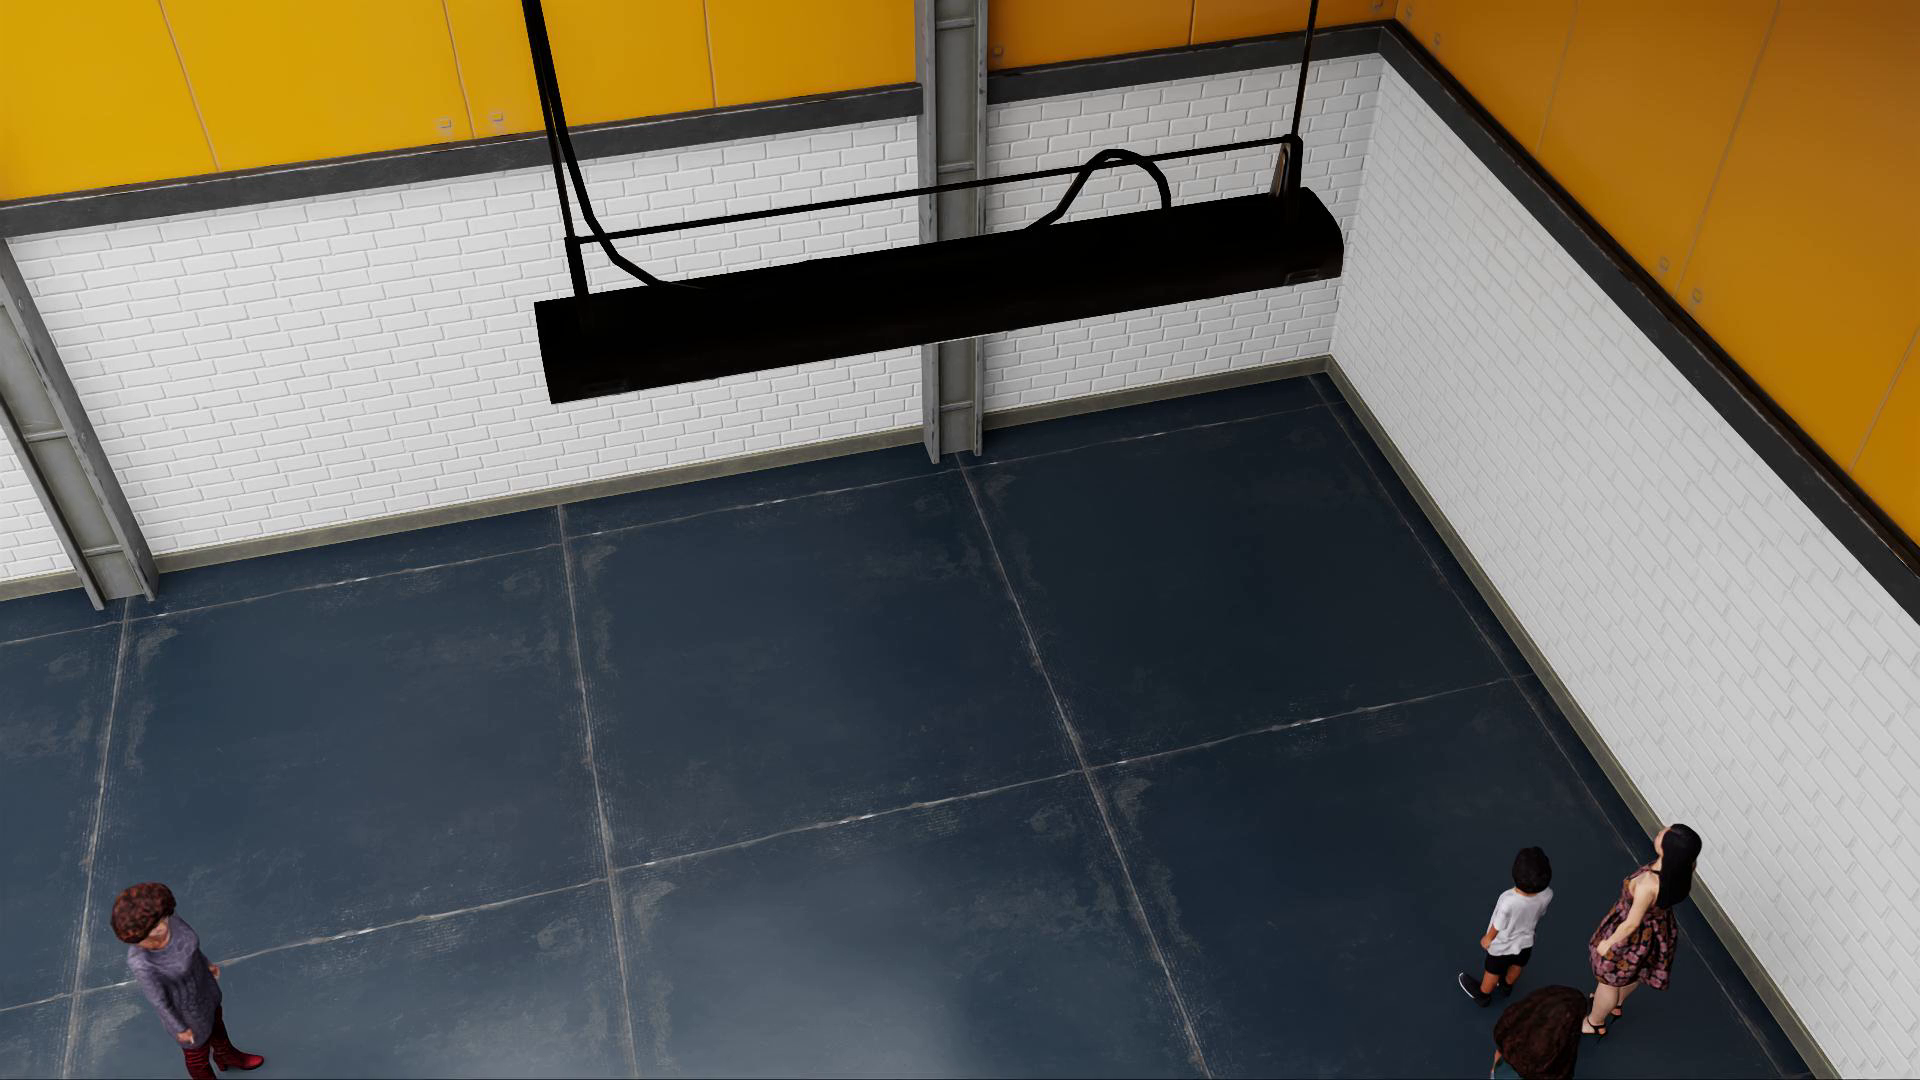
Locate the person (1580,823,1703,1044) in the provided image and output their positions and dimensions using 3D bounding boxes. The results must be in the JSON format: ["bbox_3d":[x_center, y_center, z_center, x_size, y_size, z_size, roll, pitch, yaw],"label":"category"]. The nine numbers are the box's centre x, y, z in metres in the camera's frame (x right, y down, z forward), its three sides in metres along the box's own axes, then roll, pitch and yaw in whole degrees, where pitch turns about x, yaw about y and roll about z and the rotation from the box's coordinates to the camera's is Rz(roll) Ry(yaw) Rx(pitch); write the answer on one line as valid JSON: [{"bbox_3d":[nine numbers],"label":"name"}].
[{"bbox_3d":[3.504,2.035,8.639,0.731,1.774,0.826,-27,50,-25],"label":"person"}]

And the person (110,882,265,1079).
[{"bbox_3d":[-3.912,2.308,8.399,0.594,1.711,0.638,1,44,1],"label":"person"}]

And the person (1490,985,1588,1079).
[{"bbox_3d":[2.734,2.674,8.083,0.657,1.616,0.651,-20,47,-20],"label":"person"}]

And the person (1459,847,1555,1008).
[{"bbox_3d":[2.982,2.102,8.944,0.439,1.257,0.549,-13,45,-13],"label":"person"}]
